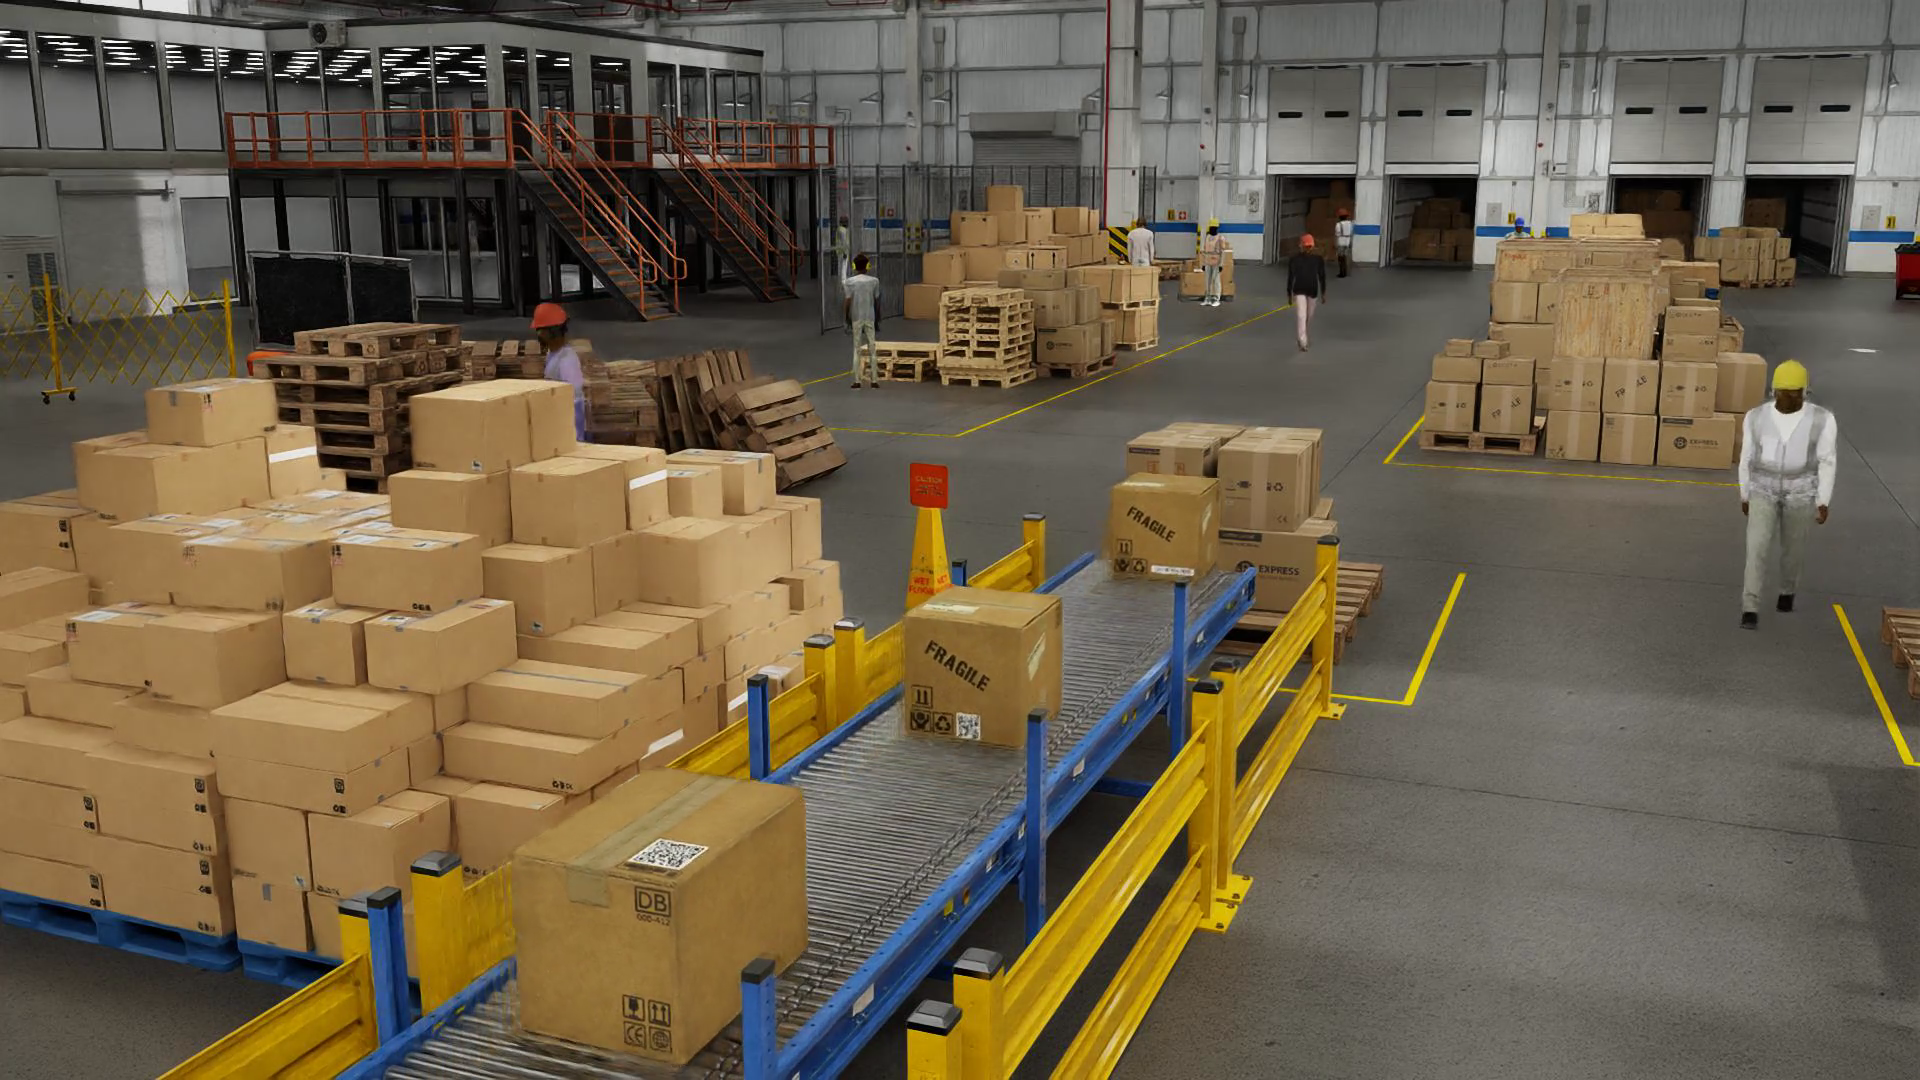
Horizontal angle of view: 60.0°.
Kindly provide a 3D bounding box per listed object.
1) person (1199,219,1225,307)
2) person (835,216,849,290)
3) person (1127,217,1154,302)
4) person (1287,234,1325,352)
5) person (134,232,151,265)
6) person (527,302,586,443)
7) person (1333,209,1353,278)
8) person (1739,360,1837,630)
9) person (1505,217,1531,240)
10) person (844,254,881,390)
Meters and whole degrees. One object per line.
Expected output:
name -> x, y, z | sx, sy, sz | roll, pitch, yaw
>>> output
person -> 5.614, -6.157, 36.953 | 0.359, 1.930, 0.590 | -11, 17, -40
person -> -2.935, -7.264, 42.120 | 0.430, 1.845, 0.624 | -2, 13, -10
person -> 4.158, -6.456, 38.276 | 0.630, 1.940, 0.372 | 4, 13, 16
person -> 5.812, -4.177, 28.020 | 0.607, 1.964, 0.942 | -1, 13, -3
person -> -21.961, -7.832, 44.546 | 0.646, 1.892, 0.434 | -5, 14, -23
person -> -3.077, -0.898, 13.232 | 1.031, 1.999, 0.595 | -4, 13, -17
person -> 10.734, -8.334, 46.752 | 0.564, 1.914, 0.529 | -6, 14, -24
person -> 5.529, -0.325, 11.156 | 0.588, 1.786, 0.918 | 7, 14, 29
person -> 12.548, -6.287, 37.502 | 0.615, 1.942, 0.398 | 0, 13, 0
person -> -1.347, -3.008, 22.982 | 0.520, 1.865, 0.328 | -2, 13, -9
